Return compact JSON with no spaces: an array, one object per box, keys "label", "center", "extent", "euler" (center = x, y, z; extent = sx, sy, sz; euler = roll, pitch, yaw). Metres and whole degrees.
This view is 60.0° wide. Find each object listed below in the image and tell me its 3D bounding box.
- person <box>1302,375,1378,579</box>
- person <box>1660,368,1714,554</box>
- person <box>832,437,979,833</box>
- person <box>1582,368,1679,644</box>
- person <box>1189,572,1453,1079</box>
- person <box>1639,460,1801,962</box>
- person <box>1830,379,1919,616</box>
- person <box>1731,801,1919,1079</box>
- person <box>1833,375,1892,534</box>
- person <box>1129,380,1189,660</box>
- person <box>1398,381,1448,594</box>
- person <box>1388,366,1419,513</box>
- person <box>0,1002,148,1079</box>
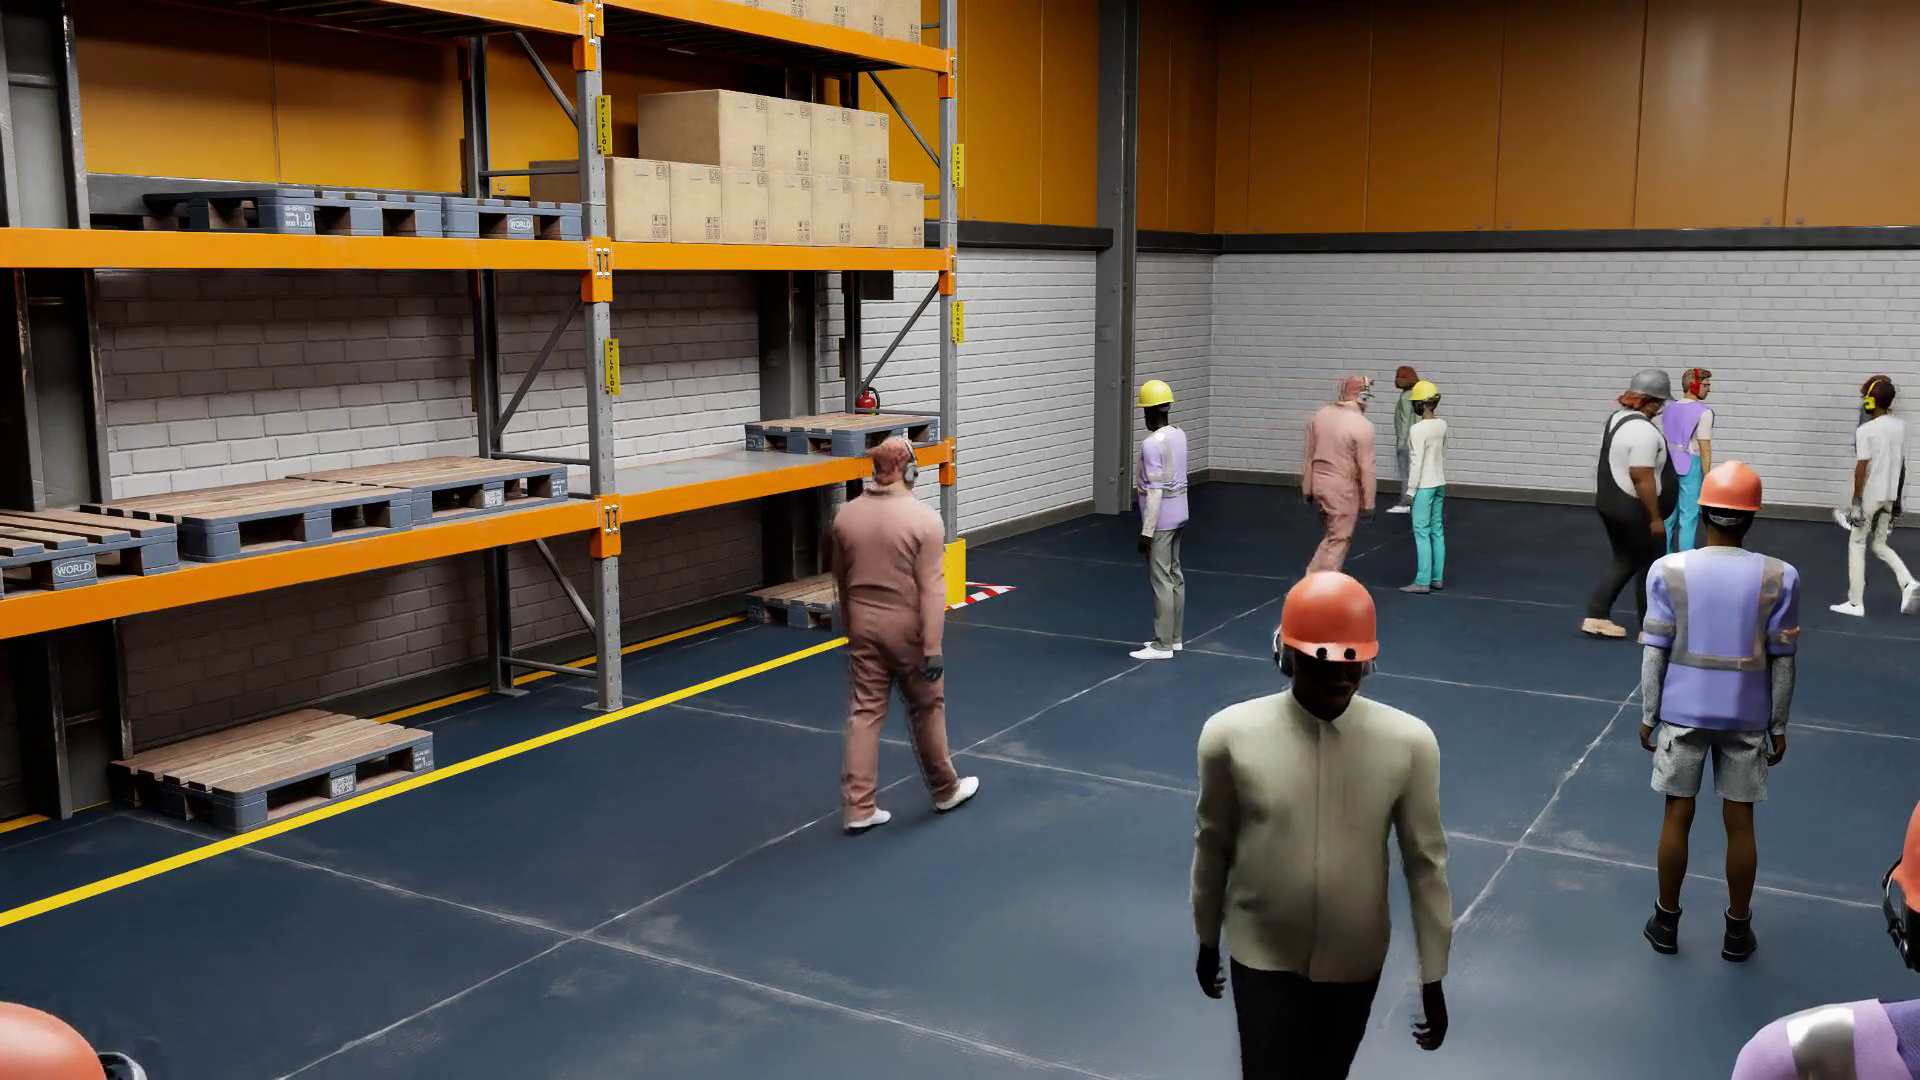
[{"label":"person","center":[2.948,-0.340,12.863],"extent":[0.425,1.876,0.681],"euler":[-4,10,-23]},{"label":"person","center":[6.195,-0.545,14.247],"extent":[0.396,1.841,0.565],"euler":[-3,9,-16]},{"label":"person","center":[-0.275,0.438,7.999],"extent":[0.672,1.868,0.818],"euler":[6,11,33]},{"label":"person","center":[4.843,-0.251,11.788],"extent":[0.656,2.000,0.741],"euler":[0,9,0]},{"label":"person","center":[0.904,1.024,4.183],"extent":[0.617,1.931,1.068],"euler":[0,9,0]},{"label":"person","center":[2.909,0.660,6.422],"extent":[0.545,1.938,0.362],"euler":[4,10,21]},{"label":"person","center":[7.052,-0.300,12.704],"extent":[0.517,1.854,0.618],"euler":[-3,10,-18]},{"label":"person","center":[1.310,1.284,2.203],"extent":[0.607,2.044,0.379],"euler":[0,9,3]},{"label":"person","center":[9.256,-0.867,16.916],"extent":[0.463,1.622,0.551],"euler":[7,12,39]},{"label":"person","center":[1.364,-0.132,11.411],"extent":[0.383,1.923,0.589],"euler":[5,10,27]},{"label":"person","center":[3.838,-0.434,13.794],"extent":[0.329,1.765,0.533],"euler":[9,12,43]},{"label":"person","center":[4.929,-1.113,18.435],"extent":[0.263,1.632,0.506],"euler":[4,10,22]},{"label":"person","center":[-0.896,1.401,1.707],"extent":[0.609,1.966,0.535],"euler":[4,10,23]}]
